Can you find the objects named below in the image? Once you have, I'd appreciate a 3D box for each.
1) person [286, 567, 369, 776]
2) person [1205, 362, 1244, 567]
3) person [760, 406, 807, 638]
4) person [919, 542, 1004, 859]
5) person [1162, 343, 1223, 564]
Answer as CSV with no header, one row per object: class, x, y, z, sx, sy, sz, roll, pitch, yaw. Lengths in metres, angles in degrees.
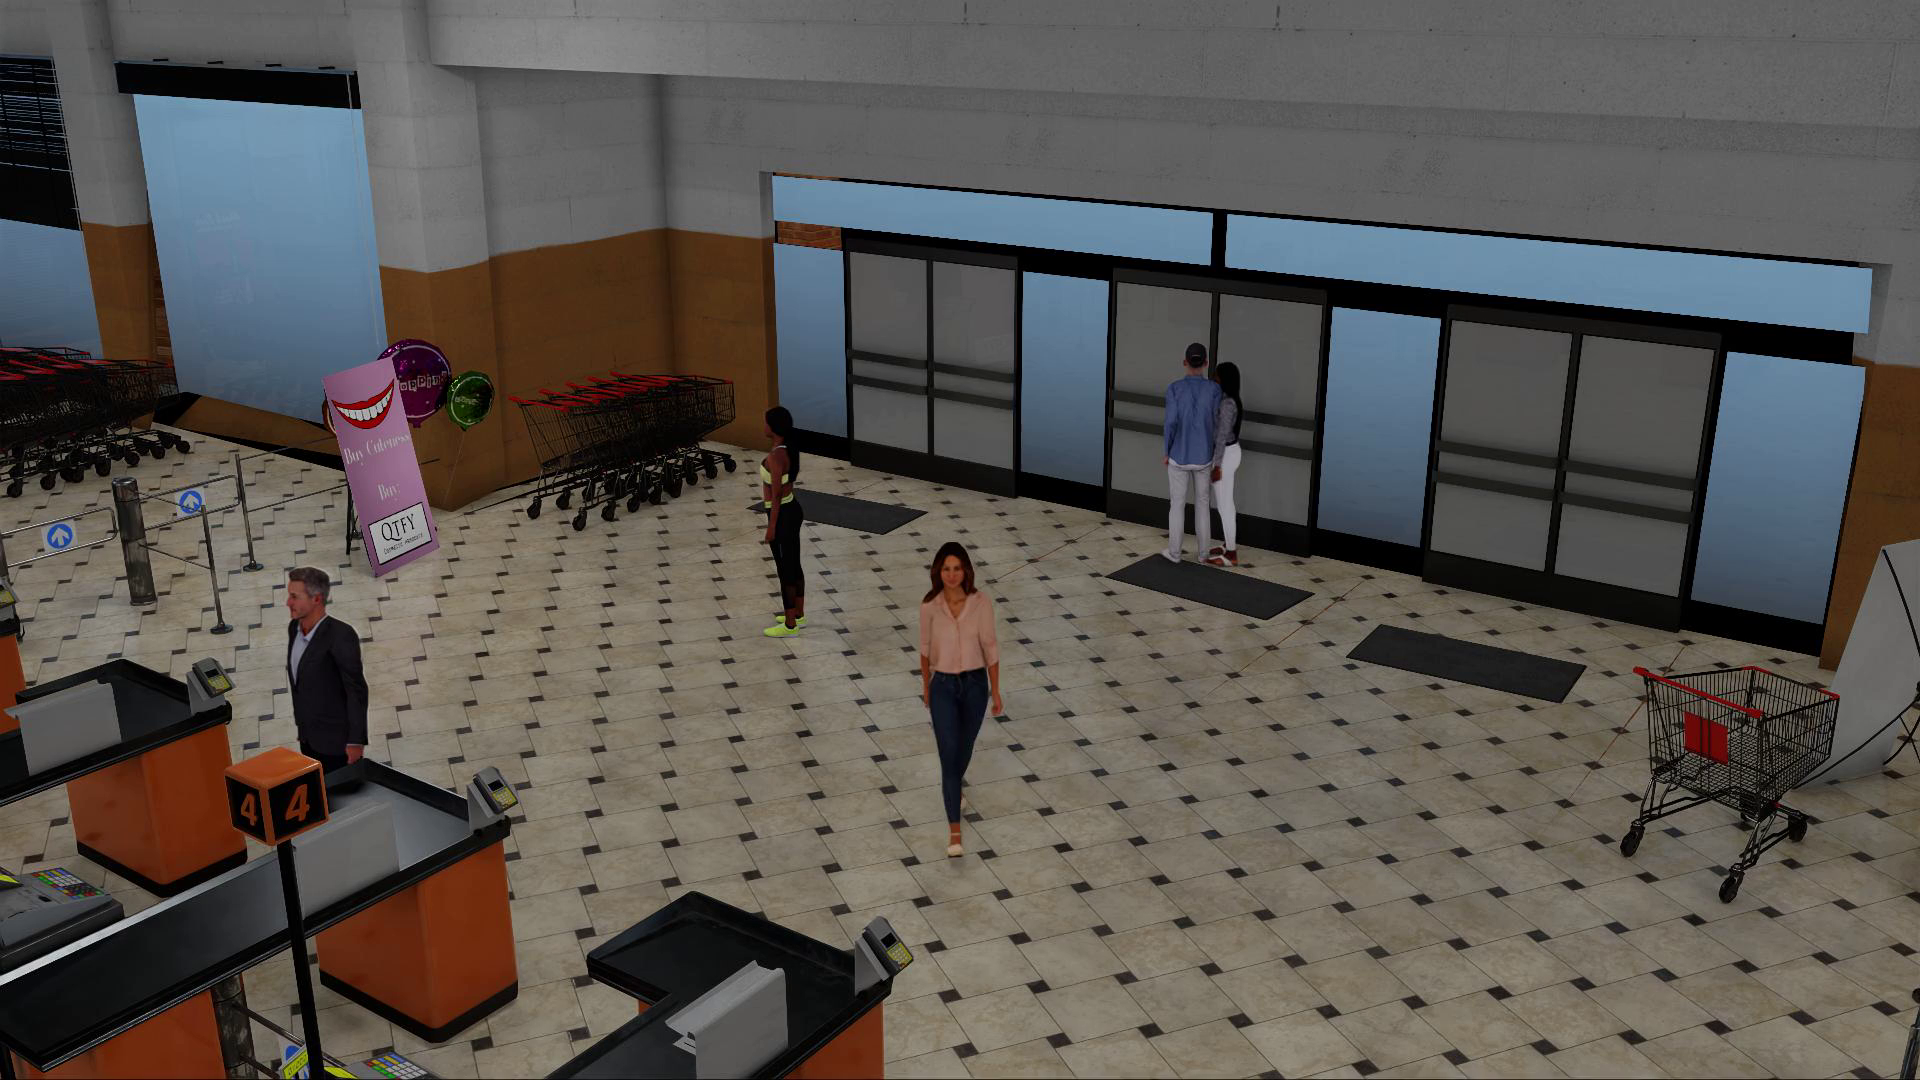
person,-3.357,1.004,8.839,0.725,1.840,0.573,14,23,35
person,2.223,-0.647,13.924,0.725,1.720,0.600,3,19,10
person,-1.298,-0.140,12.365,0.686,1.754,0.556,5,19,14
person,-0.002,0.841,9.476,1.066,1.743,1.187,-1,19,-4
person,1.933,-0.719,13.874,0.743,1.889,0.778,-1,19,-3
